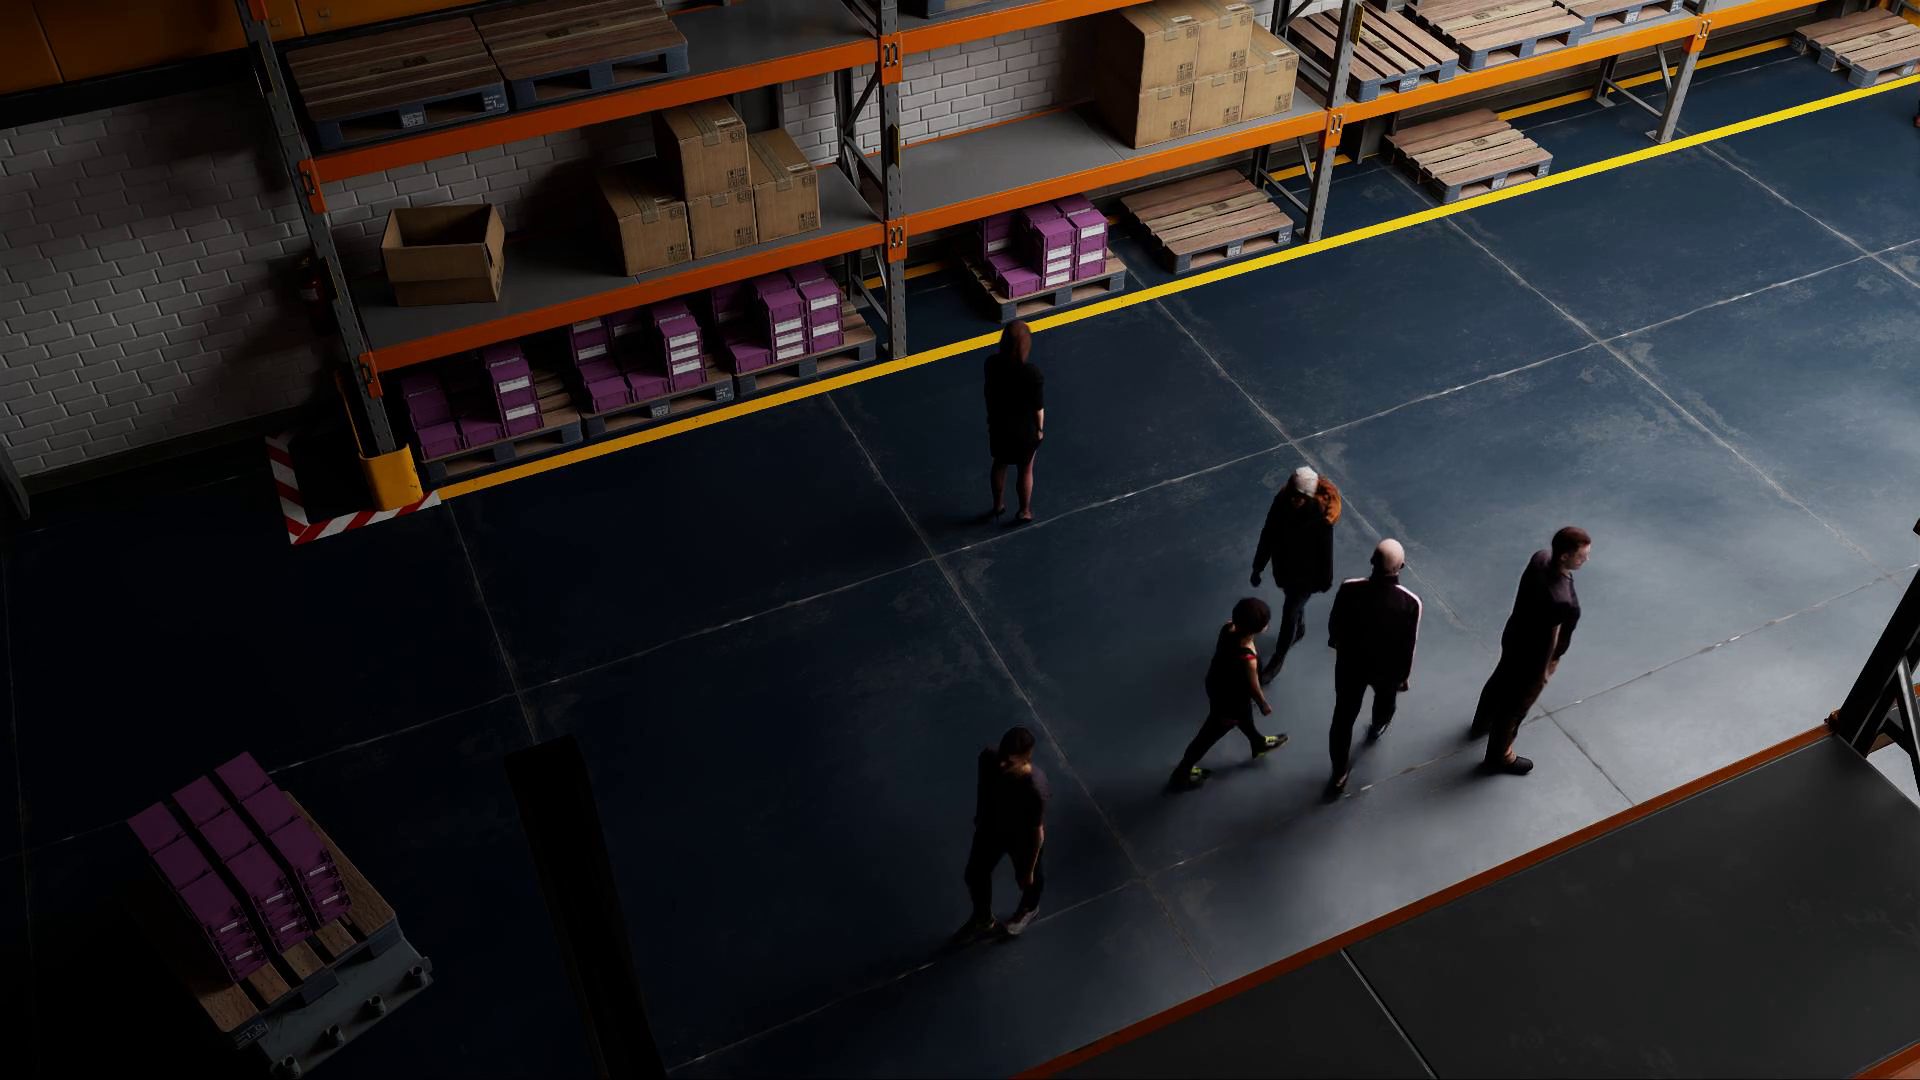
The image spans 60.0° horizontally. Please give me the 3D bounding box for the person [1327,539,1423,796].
[{"bbox_3d":[2.367,0.823,9.779,1.073,1.793,1.141,17,46,17],"label":"person"}]

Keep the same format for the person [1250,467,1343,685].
[{"bbox_3d":[2.204,0.121,10.650,0.777,1.608,0.934,34,53,30],"label":"person"}]

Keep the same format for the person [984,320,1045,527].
[{"bbox_3d":[0.373,-0.795,11.542,0.654,1.705,0.693,18,46,18],"label":"person"}]

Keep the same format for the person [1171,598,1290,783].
[{"bbox_3d":[1.517,0.931,9.864,1.053,1.518,0.755,-6,44,-6],"label":"person"}]

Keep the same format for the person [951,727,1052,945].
[{"bbox_3d":[0.345,1.553,9.047,0.826,1.746,0.900,33,53,30],"label":"person"}]

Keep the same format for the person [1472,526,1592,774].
[{"bbox_3d":[3.414,0.616,9.961,0.758,1.841,0.773,1,44,1],"label":"person"}]
